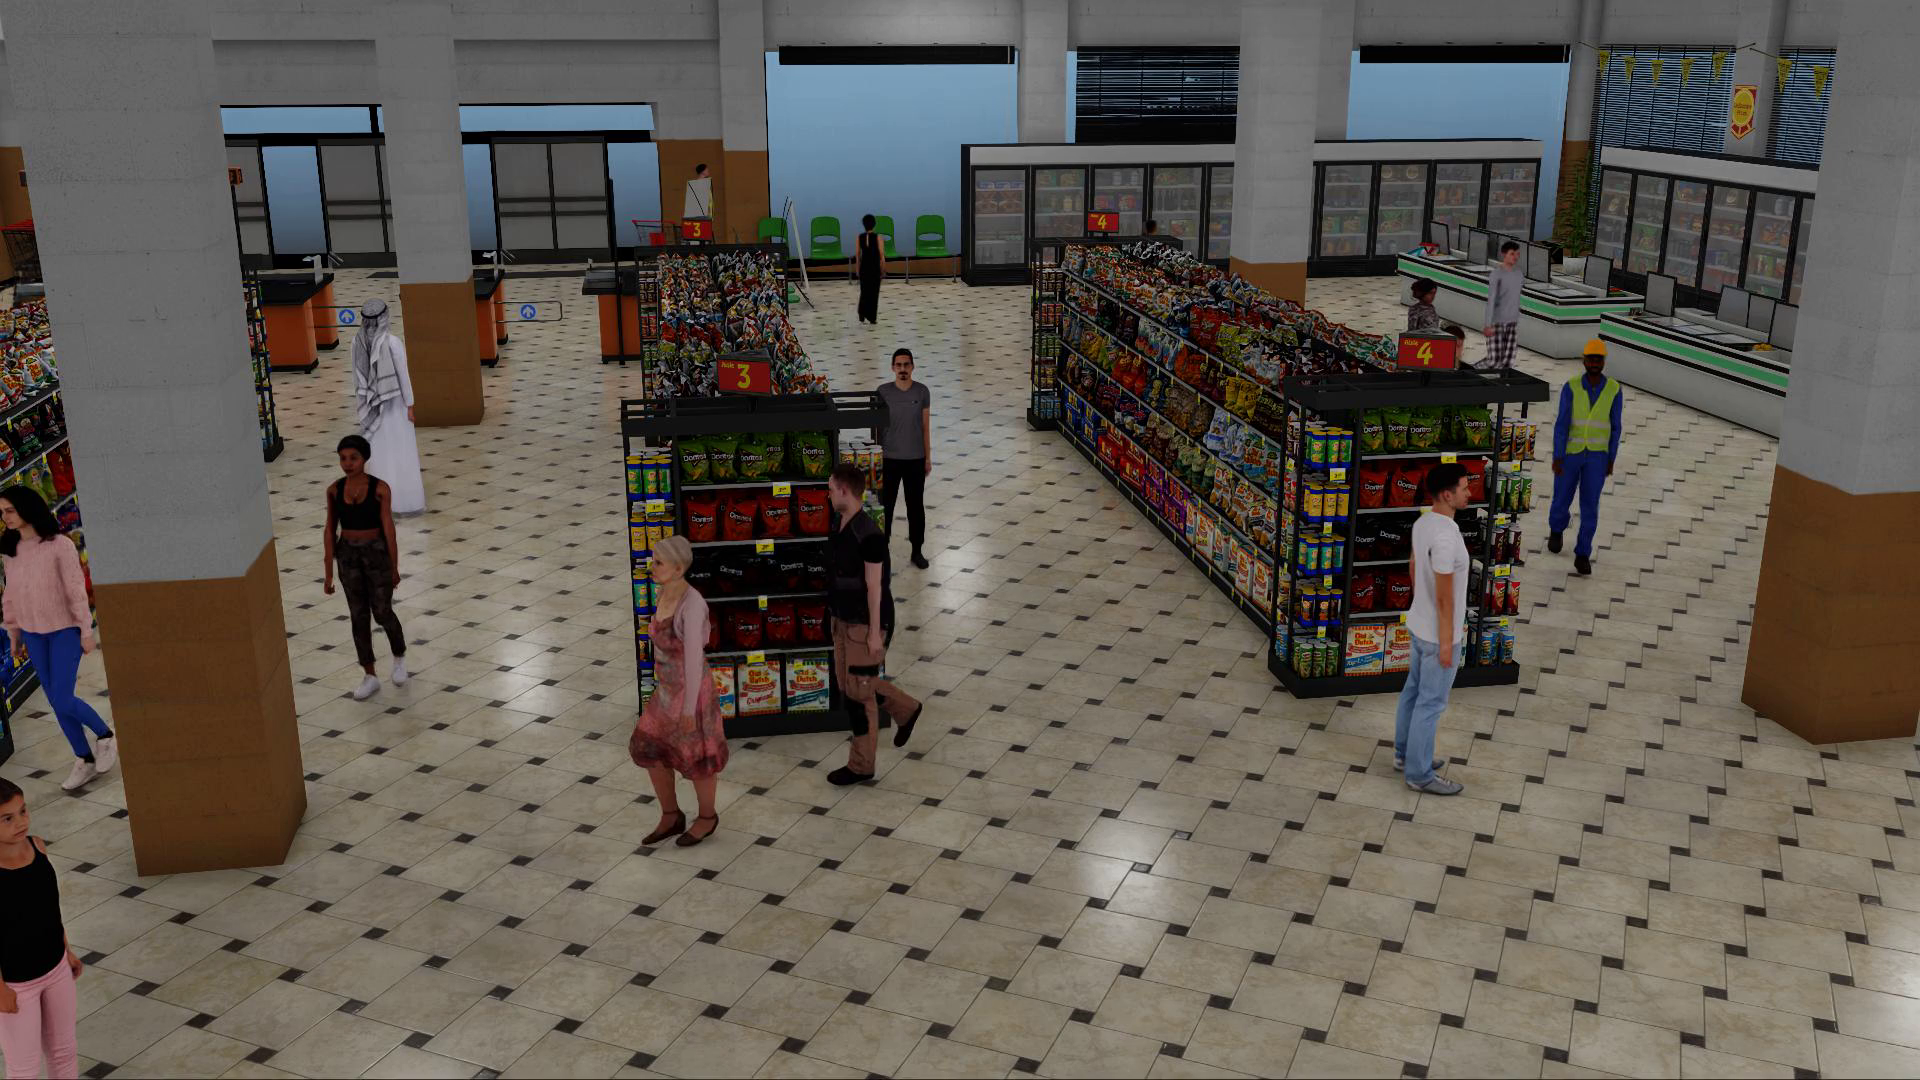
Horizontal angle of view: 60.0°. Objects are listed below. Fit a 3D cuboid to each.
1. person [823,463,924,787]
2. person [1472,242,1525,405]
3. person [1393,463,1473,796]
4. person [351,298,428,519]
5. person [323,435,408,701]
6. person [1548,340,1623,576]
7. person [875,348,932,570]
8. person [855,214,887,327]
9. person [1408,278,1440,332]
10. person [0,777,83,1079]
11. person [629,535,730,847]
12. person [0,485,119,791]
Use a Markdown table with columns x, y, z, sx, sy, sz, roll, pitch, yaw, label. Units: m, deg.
| x | y | z | sx | sy | sz | roll | pitch | yaw | label |
| --- | --- | --- | --- | --- | --- | --- | --- | --- | --- |
| -0.474 | 0.455 | 9.385 | 0.983 | 1.810 | 1.026 | -12 | 20 | -33 | person |
| 6.168 | -2.499 | 19.078 | 0.762 | 1.831 | 0.948 | -8 | 18 | -23 | person |
| 2.628 | 0.475 | 9.229 | 0.767 | 1.864 | 0.541 | 0 | 17 | -1 | person |
| -4.991 | -1.145 | 14.454 | 0.767 | 1.927 | 0.763 | 3 | 17 | 10 | person |
| -3.778 | 0.138 | 10.623 | 0.662 | 1.697 | 0.723 | 1 | 17 | 2 | person |
| 4.920 | -0.689 | 13.189 | 0.955 | 1.789 | 1.208 | 4 | 17 | 13 | person |
| -0.459 | -0.648 | 13.113 | 0.607 | 1.754 | 0.525 | -3 | 17 | -10 | person |
| -1.322 | -3.883 | 24.044 | 0.711 | 1.594 | 0.759 | 5 | 18 | 16 | person |
| 4.710 | -1.839 | 17.103 | 0.660 | 1.716 | 0.680 | -14 | 22 | -38 | person |
| -3.402 | 1.589 | 6.073 | 0.664 | 1.566 | 0.569 | 5 | 17 | 15 | person |
| -1.353 | 0.775 | 8.555 | 0.817 | 1.680 | 0.754 | -14 | 22 | -38 | person |
| -4.980 | 0.521 | 9.272 | 0.782 | 1.749 | 0.818 | 3 | 17 | 11 | person |
